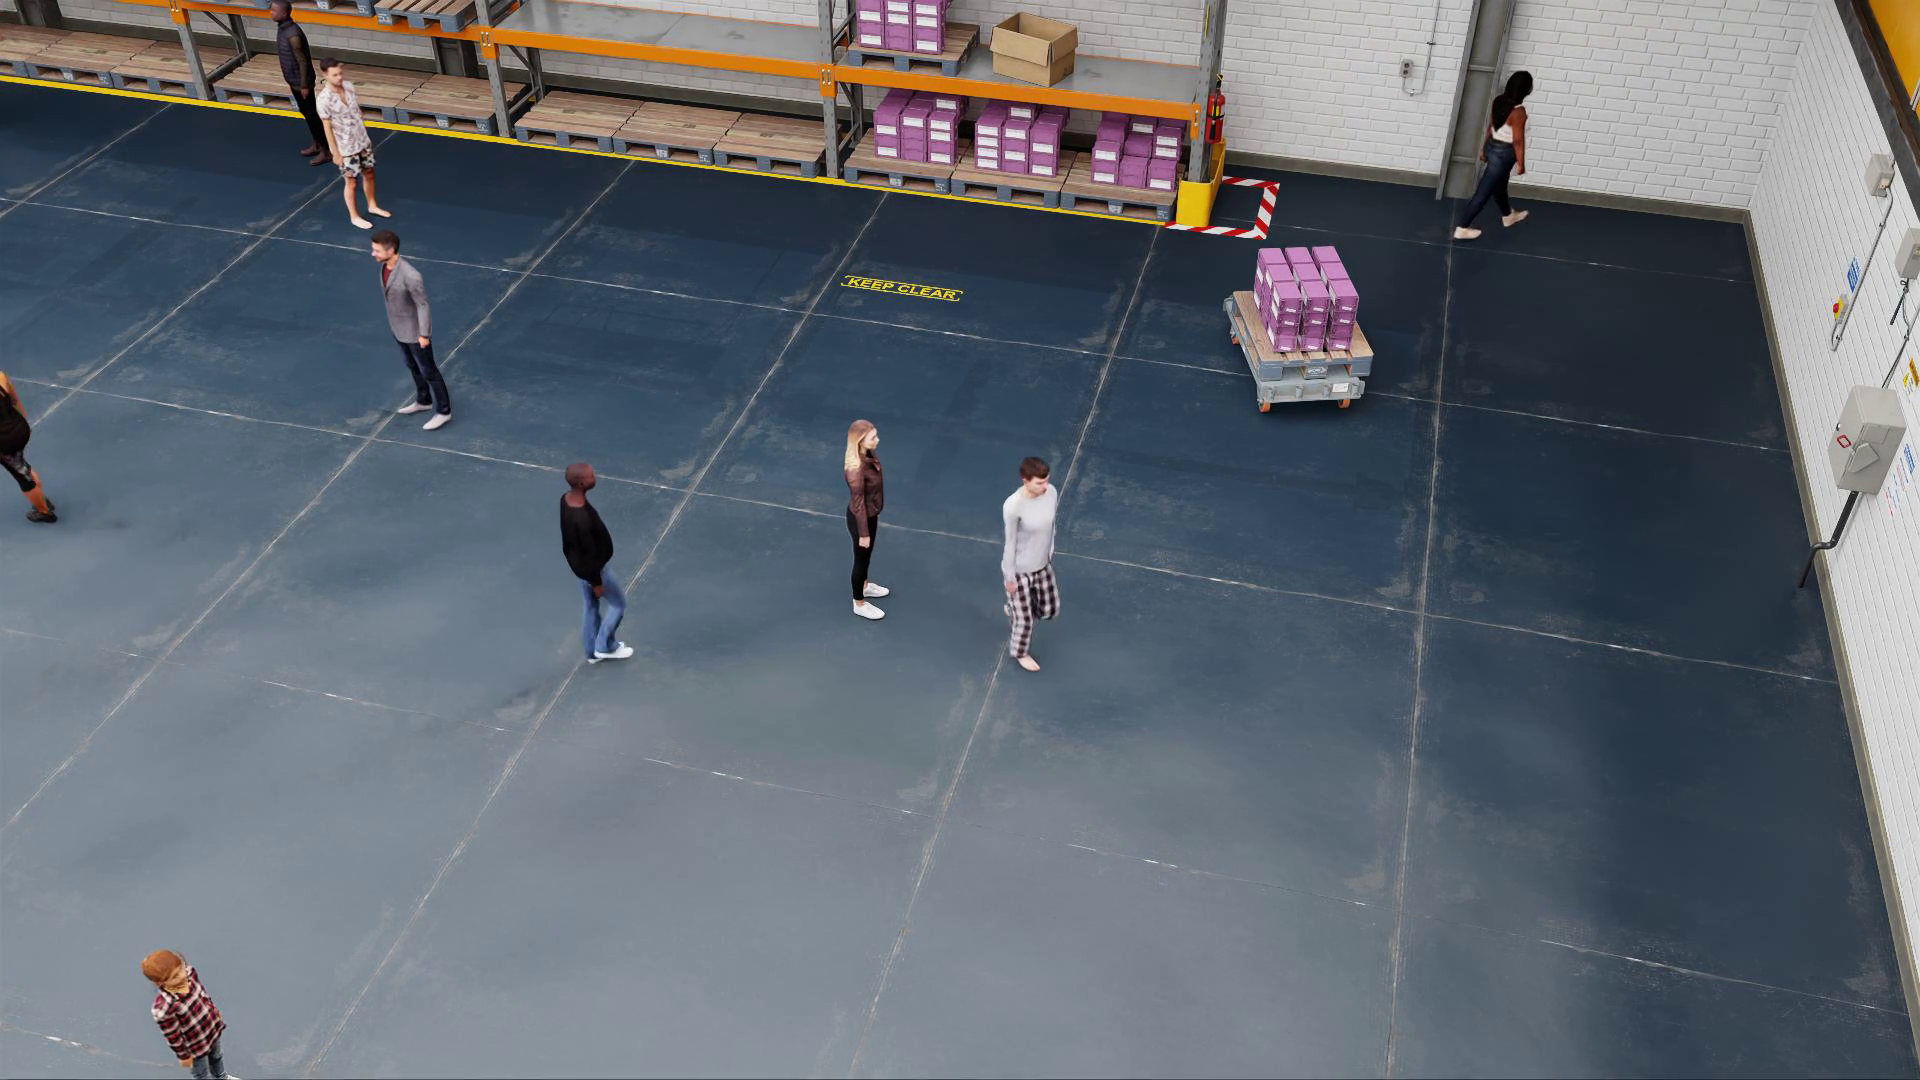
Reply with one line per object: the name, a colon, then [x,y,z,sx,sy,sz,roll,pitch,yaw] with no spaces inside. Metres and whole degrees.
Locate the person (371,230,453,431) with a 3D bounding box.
person: [-4.697,-1.818,14.208,0.702,1.871,0.836,30,48,32]

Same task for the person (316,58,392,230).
person: [-6.306,-4.106,17.123,0.641,1.807,0.724,18,42,21]

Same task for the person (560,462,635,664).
person: [-2.690,0.210,11.774,0.769,1.740,0.706,-21,43,-24]

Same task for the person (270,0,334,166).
person: [-7.249,-5.048,18.281,0.834,1.836,0.745,-24,44,-27]

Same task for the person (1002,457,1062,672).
person: [0.419,0.126,11.804,0.840,1.833,0.909,-25,45,-28]

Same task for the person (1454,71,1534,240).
person: [5.366,-3.859,16.845,1.190,1.769,0.944,-6,39,-8]

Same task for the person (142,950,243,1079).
person: [-4.167,2.673,9.037,0.548,1.305,0.550,5,39,6]

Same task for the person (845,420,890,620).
person: [-0.713,-0.179,12.289,0.537,1.704,0.633,4,39,5]

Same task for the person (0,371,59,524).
person: [-7.440,-0.804,13.111,0.550,1.655,0.600,9,39,11]
